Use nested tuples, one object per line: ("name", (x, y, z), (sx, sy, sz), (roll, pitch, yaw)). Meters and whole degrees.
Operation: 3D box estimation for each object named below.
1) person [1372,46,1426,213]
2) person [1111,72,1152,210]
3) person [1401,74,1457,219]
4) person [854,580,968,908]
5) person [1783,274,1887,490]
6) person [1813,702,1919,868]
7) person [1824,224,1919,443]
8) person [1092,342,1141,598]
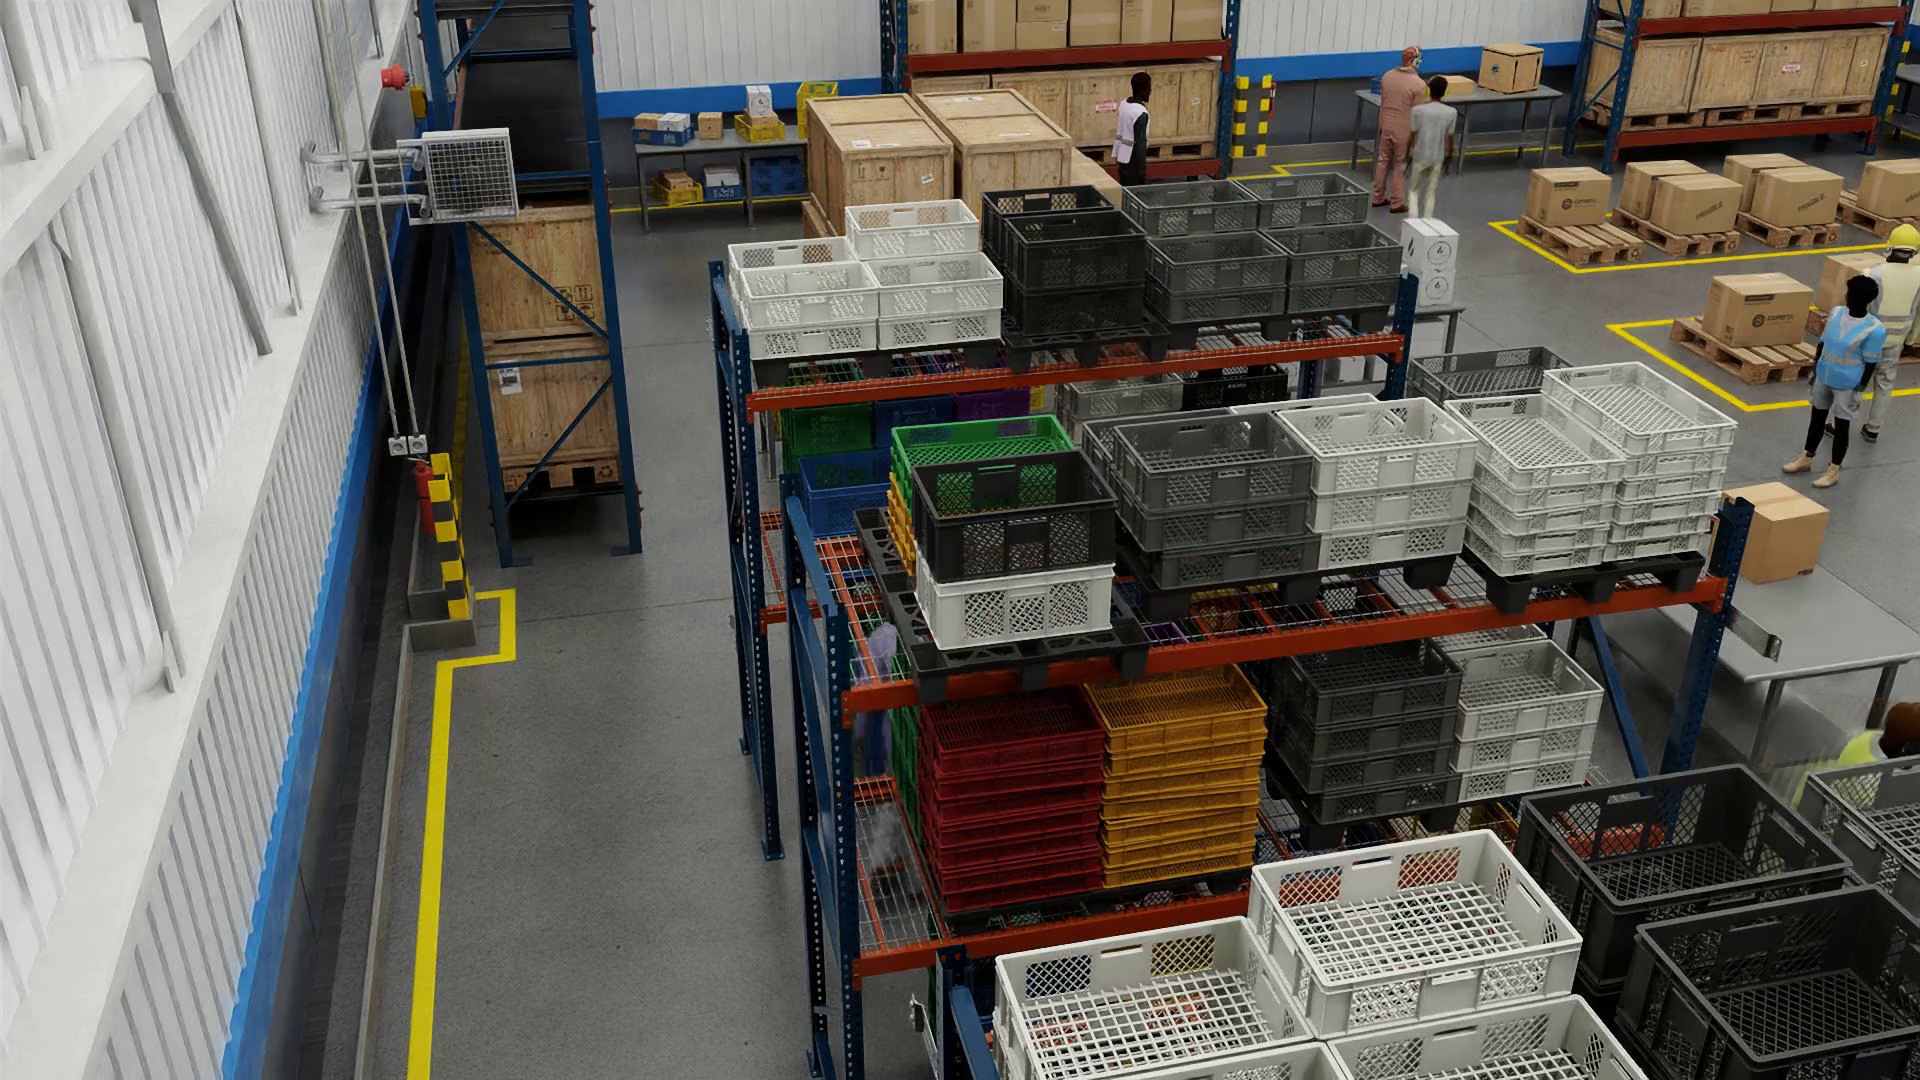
("person", (5.141, -4.780, 19.361), (0.401, 1.900, 0.636), (-19, 33, -31))
("person", (1.863, -4.116, 18.087), (0.389, 1.911, 0.591), (-8, 29, -14))
("person", (5.130, -4.159, 18.219), (0.568, 1.852, 0.375), (5, 28, 10))
("person", (-0.173, 1.013, 8.380), (0.721, 1.895, 0.423), (6, 28, 11))
("person", (6.781, -1.224, 12.825), (0.339, 1.692, 0.563), (-10, 29, -19))
("person", (4.120, 1.529, 7.464), (0.627, 1.824, 0.637), (12, 30, 22))
("person", (7.463, -1.667, 13.517), (0.601, 1.830, 0.404), (2, 28, 5))
("person", (1.037, -0.514, 11.275), (0.337, 1.882, 0.584), (-2, 28, -3))
